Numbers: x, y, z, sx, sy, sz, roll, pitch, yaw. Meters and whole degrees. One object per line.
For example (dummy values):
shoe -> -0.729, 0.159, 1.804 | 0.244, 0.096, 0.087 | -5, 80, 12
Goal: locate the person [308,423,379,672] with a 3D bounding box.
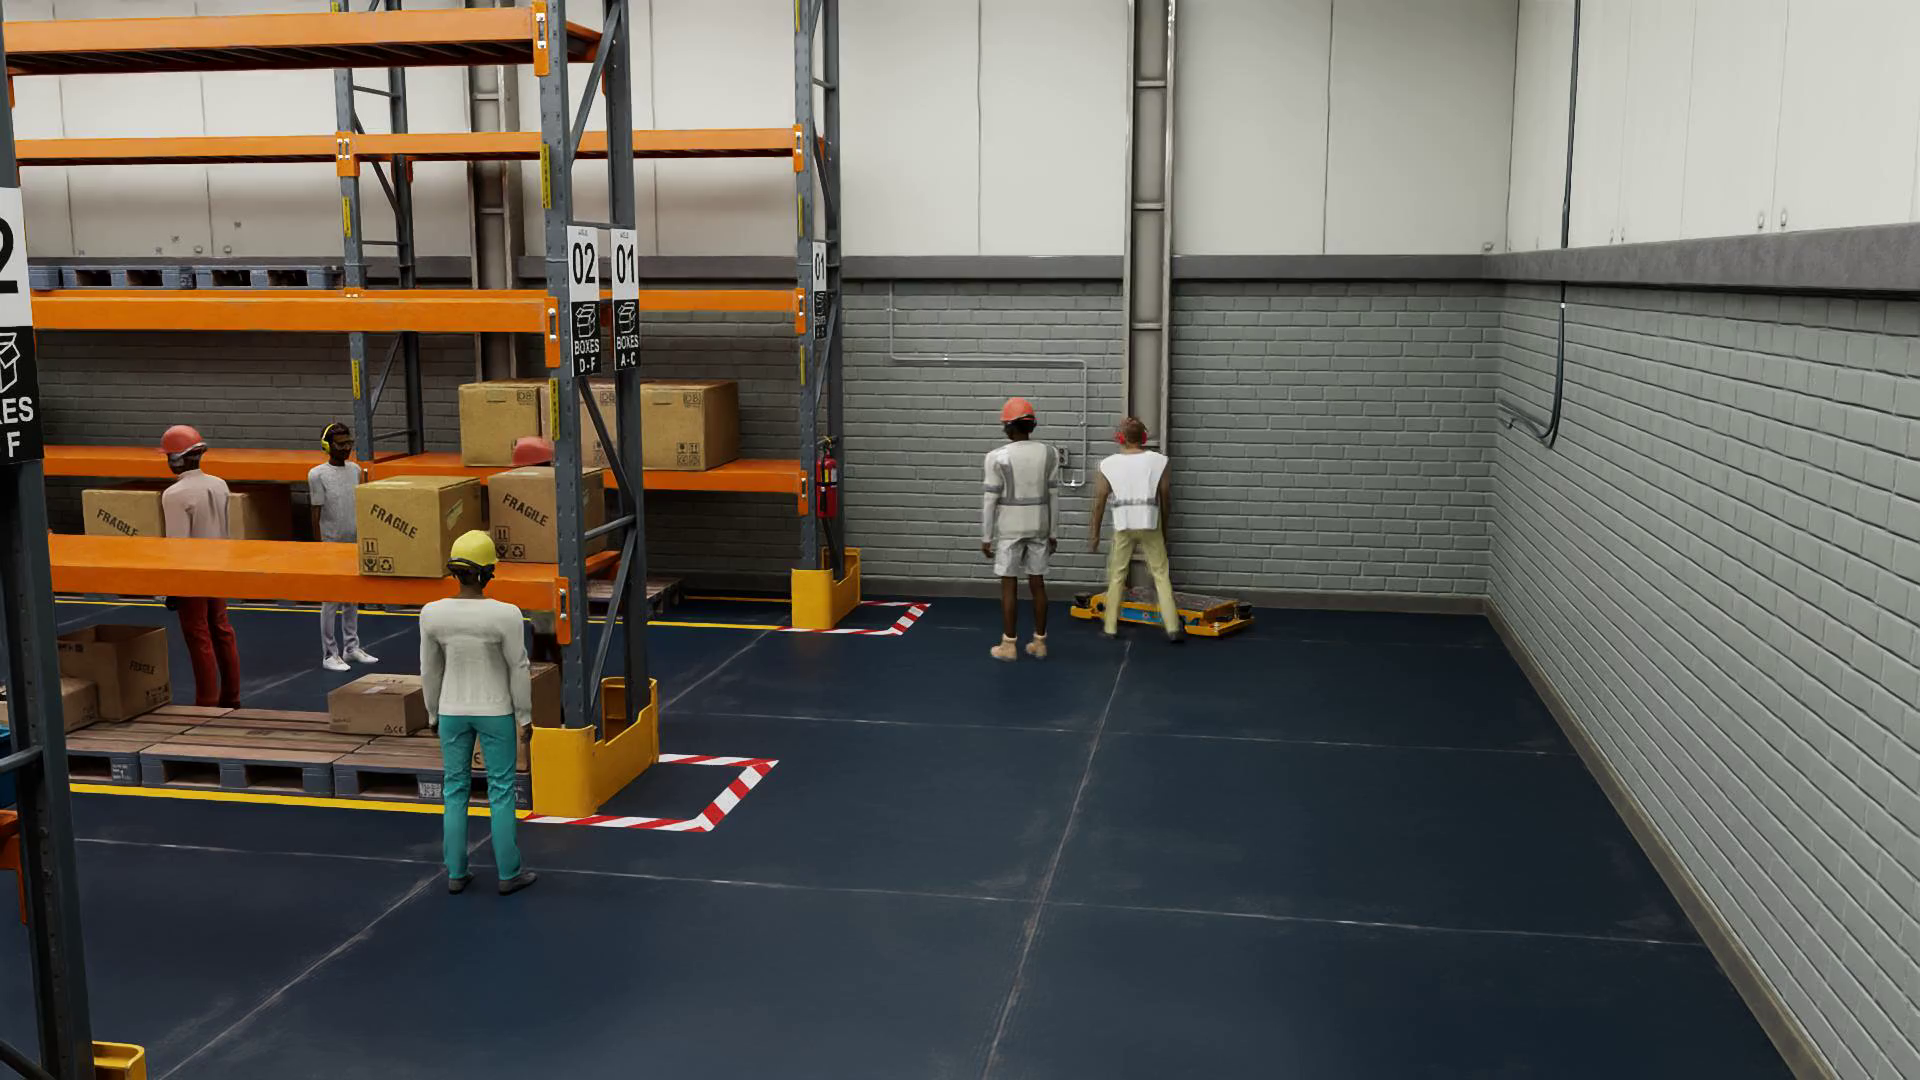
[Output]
person -> -4.644, 0.047, 12.525 | 0.313, 1.869, 0.538 | 4, 10, 23

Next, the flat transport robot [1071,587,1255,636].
flat transport robot -> 1.714, 0.586, 14.124 | 1.431, 0.197, 0.652 | 7, 11, 36

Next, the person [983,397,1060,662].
person -> 0.461, -0.080, 12.805 | 0.607, 2.037, 0.402 | -3, 10, -19

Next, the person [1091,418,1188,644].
person -> 1.451, -0.053, 13.341 | 0.794, 1.813, 0.532 | 1, 9, 8

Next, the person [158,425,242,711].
person -> -5.043, 0.234, 10.978 | 0.400, 1.989, 0.623 | 1, 9, 9

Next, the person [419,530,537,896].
person -> -2.305, 0.831, 7.979 | 0.533, 1.768, 0.310 | 1, 9, 6
